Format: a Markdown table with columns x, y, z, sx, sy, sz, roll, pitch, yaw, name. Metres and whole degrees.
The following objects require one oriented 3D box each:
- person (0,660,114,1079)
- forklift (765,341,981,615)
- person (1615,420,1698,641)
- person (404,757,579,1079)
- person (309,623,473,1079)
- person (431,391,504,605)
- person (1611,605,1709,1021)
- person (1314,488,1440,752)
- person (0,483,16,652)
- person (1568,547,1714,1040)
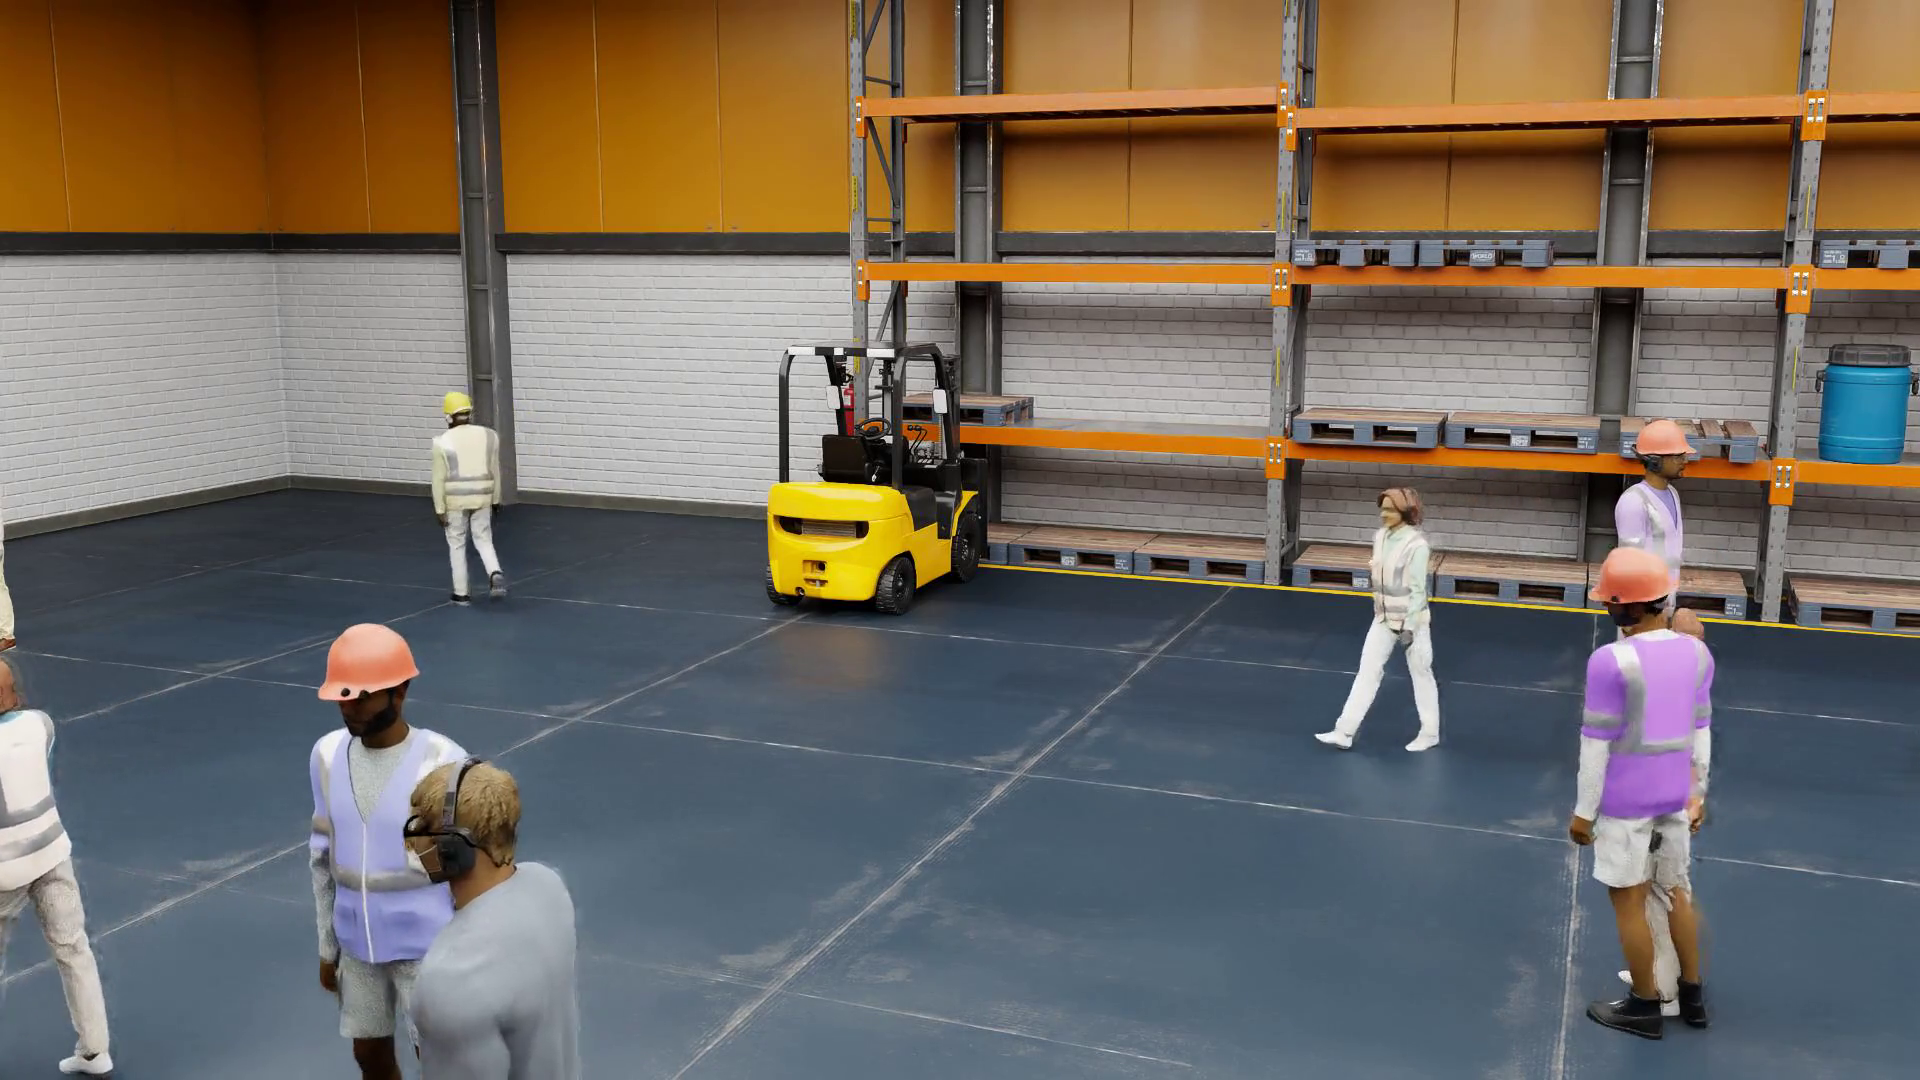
| x | y | z | sx | sy | sz | roll | pitch | yaw | name |
| --- | --- | --- | --- | --- | --- | --- | --- | --- | --- |
| -3.482 | 1.177 | 5.995 | 0.870 | 1.593 | 0.525 | 3 | 11 | 16 | person |
| -0.739 | -0.602 | 14.246 | 1.214 | 2.155 | 2.313 | 4 | 11 | 21 | forklift |
| 3.897 | 0.343 | 9.389 | 0.364 | 2.048 | 0.611 | 9 | 13 | 40 | person |
| -1.028 | 1.424 | 3.702 | 0.370 | 1.934 | 0.669 | 0 | 10 | 1 | person |
| -1.704 | 1.190 | 4.987 | 0.552 | 1.935 | 0.375 | 3 | 11 | 14 | person |
| -4.064 | -0.328 | 13.783 | 0.605 | 1.810 | 0.608 | -8 | 13 | -37 | person |
| 2.762 | 1.060 | 6.530 | 0.309 | 1.639 | 0.523 | 5 | 12 | 28 | person |
| 2.527 | 0.492 | 9.801 | 0.834 | 1.594 | 0.537 | -4 | 11 | -23 | person |
| -7.267 | 0.032 | 12.306 | 0.494 | 1.624 | 0.280 | 3 | 11 | 16 | person |
| 2.611 | 0.965 | 6.356 | 0.640 | 1.909 | 0.383 | -4 | 11 | -22 | person |
